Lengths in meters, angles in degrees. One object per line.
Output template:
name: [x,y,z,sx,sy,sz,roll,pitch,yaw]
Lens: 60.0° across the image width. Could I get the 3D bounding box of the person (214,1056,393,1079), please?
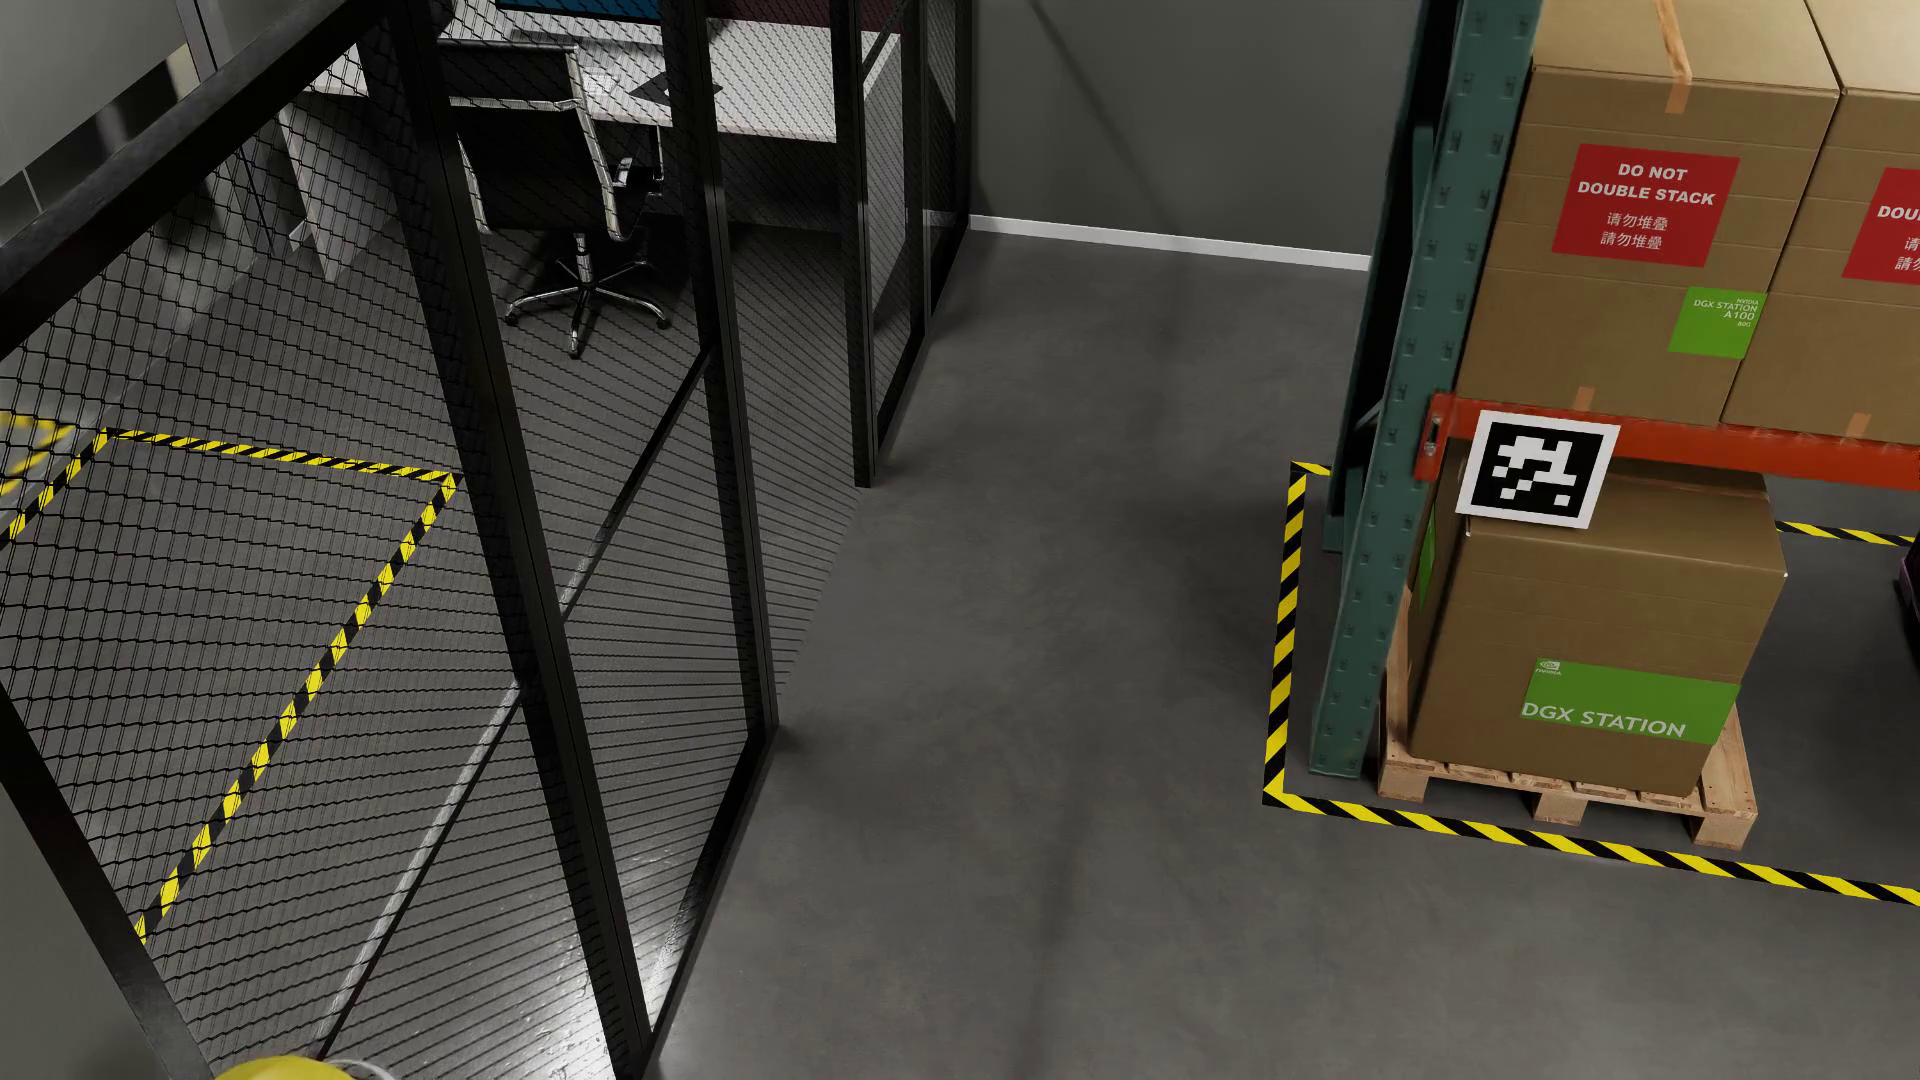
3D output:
person: [-0.679,1.227,2.165,0.602,1.830,0.404,12,42,14]
